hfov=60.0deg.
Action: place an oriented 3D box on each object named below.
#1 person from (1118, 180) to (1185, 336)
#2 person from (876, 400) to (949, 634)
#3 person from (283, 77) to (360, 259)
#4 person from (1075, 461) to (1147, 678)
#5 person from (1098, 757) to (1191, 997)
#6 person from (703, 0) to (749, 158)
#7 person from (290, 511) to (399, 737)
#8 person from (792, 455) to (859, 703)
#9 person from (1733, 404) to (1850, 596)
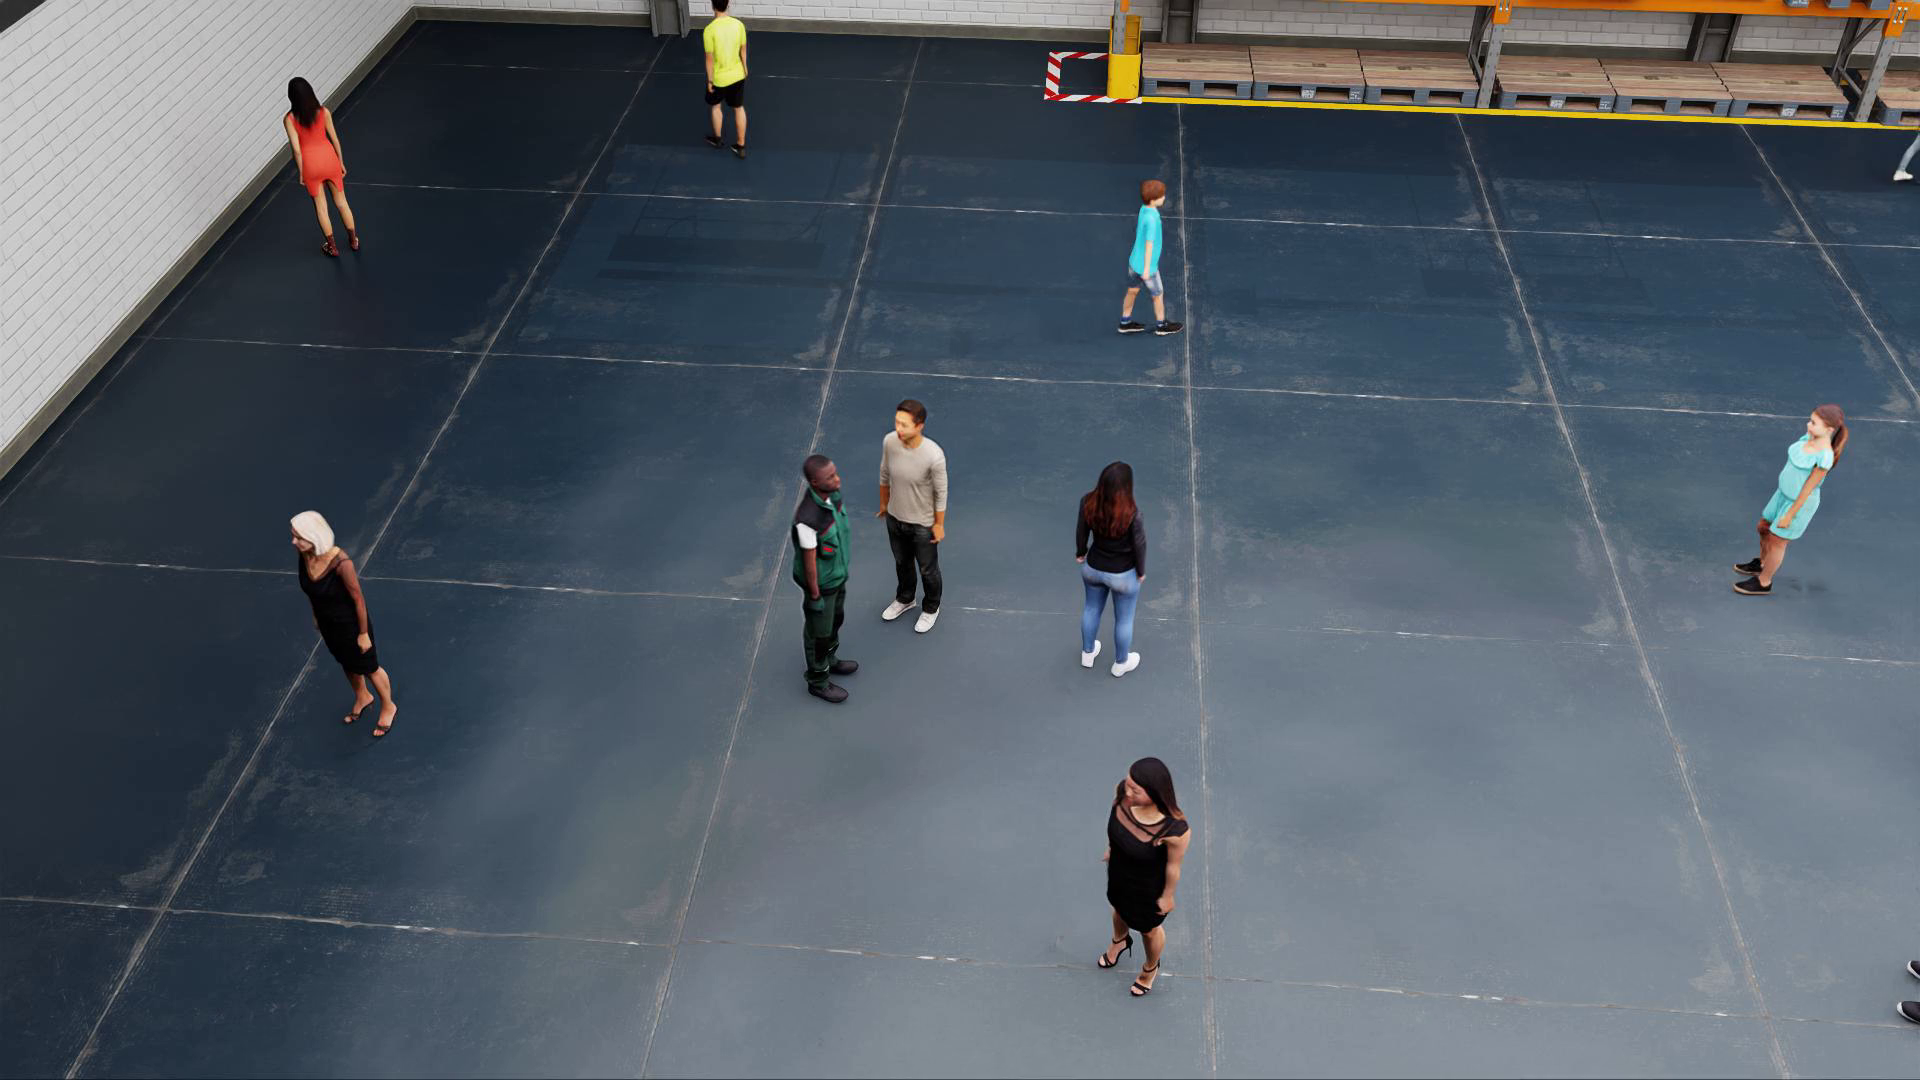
[{"bbox_3d":[1.498,-2.370,14.069,0.833,1.434,0.654,-6,39,-7],"label":"person"},{"bbox_3d":[-0.298,-0.176,11.021,0.648,1.808,0.796,22,43,25],"label":"person"},{"bbox_3d":[-5.816,-3.391,15.119,0.652,1.719,0.730,-23,44,-26],"label":"person"},{"bbox_3d":[0.974,0.183,10.713,0.649,1.633,0.781,21,43,24],"label":"person"},{"bbox_3d":[0.951,1.746,8.688,0.809,1.718,0.760,-24,45,-27],"label":"person"},{"bbox_3d":[-2.316,-4.665,16.739,0.906,1.688,0.950,-21,43,-24],"label":"person"},{"bbox_3d":[-3.783,0.502,10.224,0.599,1.744,0.736,21,43,24],"label":"person"},{"bbox_3d":[-0.868,0.215,10.508,0.622,1.838,0.711,8,39,9],"label":"person"},{"bbox_3d":[5.735,-0.265,11.334,0.577,1.558,0.541,3,39,3],"label":"person"}]
